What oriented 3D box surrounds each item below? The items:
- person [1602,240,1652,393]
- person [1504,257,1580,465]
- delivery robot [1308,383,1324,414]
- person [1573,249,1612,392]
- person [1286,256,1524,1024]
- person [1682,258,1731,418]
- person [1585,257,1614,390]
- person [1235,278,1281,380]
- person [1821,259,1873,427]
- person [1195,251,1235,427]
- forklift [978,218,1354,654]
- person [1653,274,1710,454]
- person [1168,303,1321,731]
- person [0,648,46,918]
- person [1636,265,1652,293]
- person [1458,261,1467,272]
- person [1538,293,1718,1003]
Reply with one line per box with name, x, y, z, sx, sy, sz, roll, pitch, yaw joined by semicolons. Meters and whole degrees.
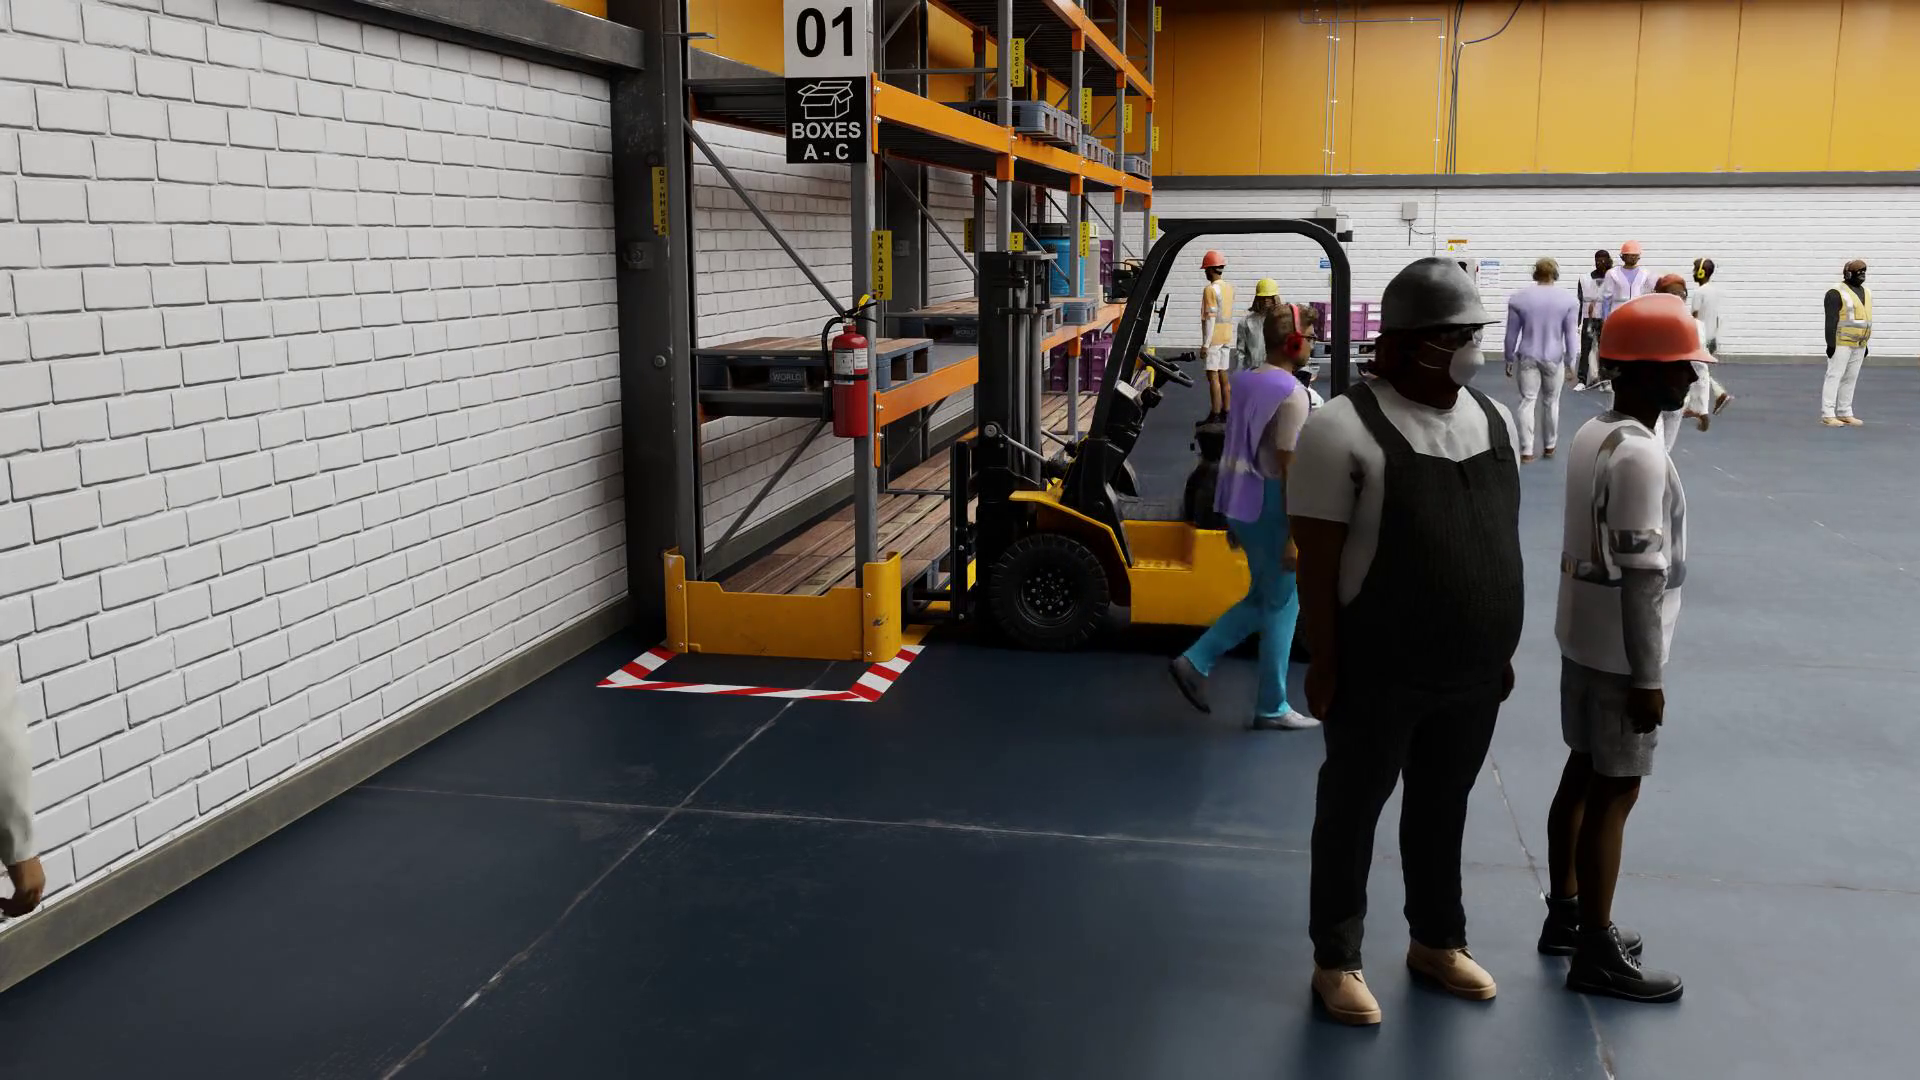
person;8.926;-2.980;22.276;0.616;2.041;0.380;1;10;7
person;5.421;-1.673;15.526;0.654;1.895;0.911;4;11;22
delivery robot;3.665;-1.448;17.702;0.477;0.478;0.707;1;10;6
person;8.643;-2.967;22.550;0.593;1.918;0.391;6;12;28
person;1.240;0.273;4.452;0.689;2.000;0.539;-4;11;-22
person;8.569;-2.308;19.131;0.522;1.857;0.493;-9;14;-41
person;8.726;-2.926;22.557;0.521;1.841;0.468;-1;10;-4
person;2.579;-1.343;14.123;0.486;1.744;0.294;1;10;7
person;9.827;-2.171;18.393;0.636;1.842;0.429;-5;11;-25
person;2.780;-2.191;18.248;0.375;1.933;0.550;7;13;35
forklift;1.285;-0.567;8.635;2.313;2.155;1.214;2;11;11
person;4.945;-0.962;11.785;0.605;1.846;0.967;-1;10;-3
person;1.238;-0.080;6.988;0.529;1.823;0.568;-2;11;-11
person;-2.097;0.566;3.208;0.656;1.908;0.705;1;10;5
person;10.909;-3.622;26.927;0.516;1.631;0.291;0;10;2
person;8.027;-3.643;26.860;0.316;1.695;0.542;-6;12;-28
person;1.845;0.294;4.617;0.359;1.939;0.542;1;10;4
